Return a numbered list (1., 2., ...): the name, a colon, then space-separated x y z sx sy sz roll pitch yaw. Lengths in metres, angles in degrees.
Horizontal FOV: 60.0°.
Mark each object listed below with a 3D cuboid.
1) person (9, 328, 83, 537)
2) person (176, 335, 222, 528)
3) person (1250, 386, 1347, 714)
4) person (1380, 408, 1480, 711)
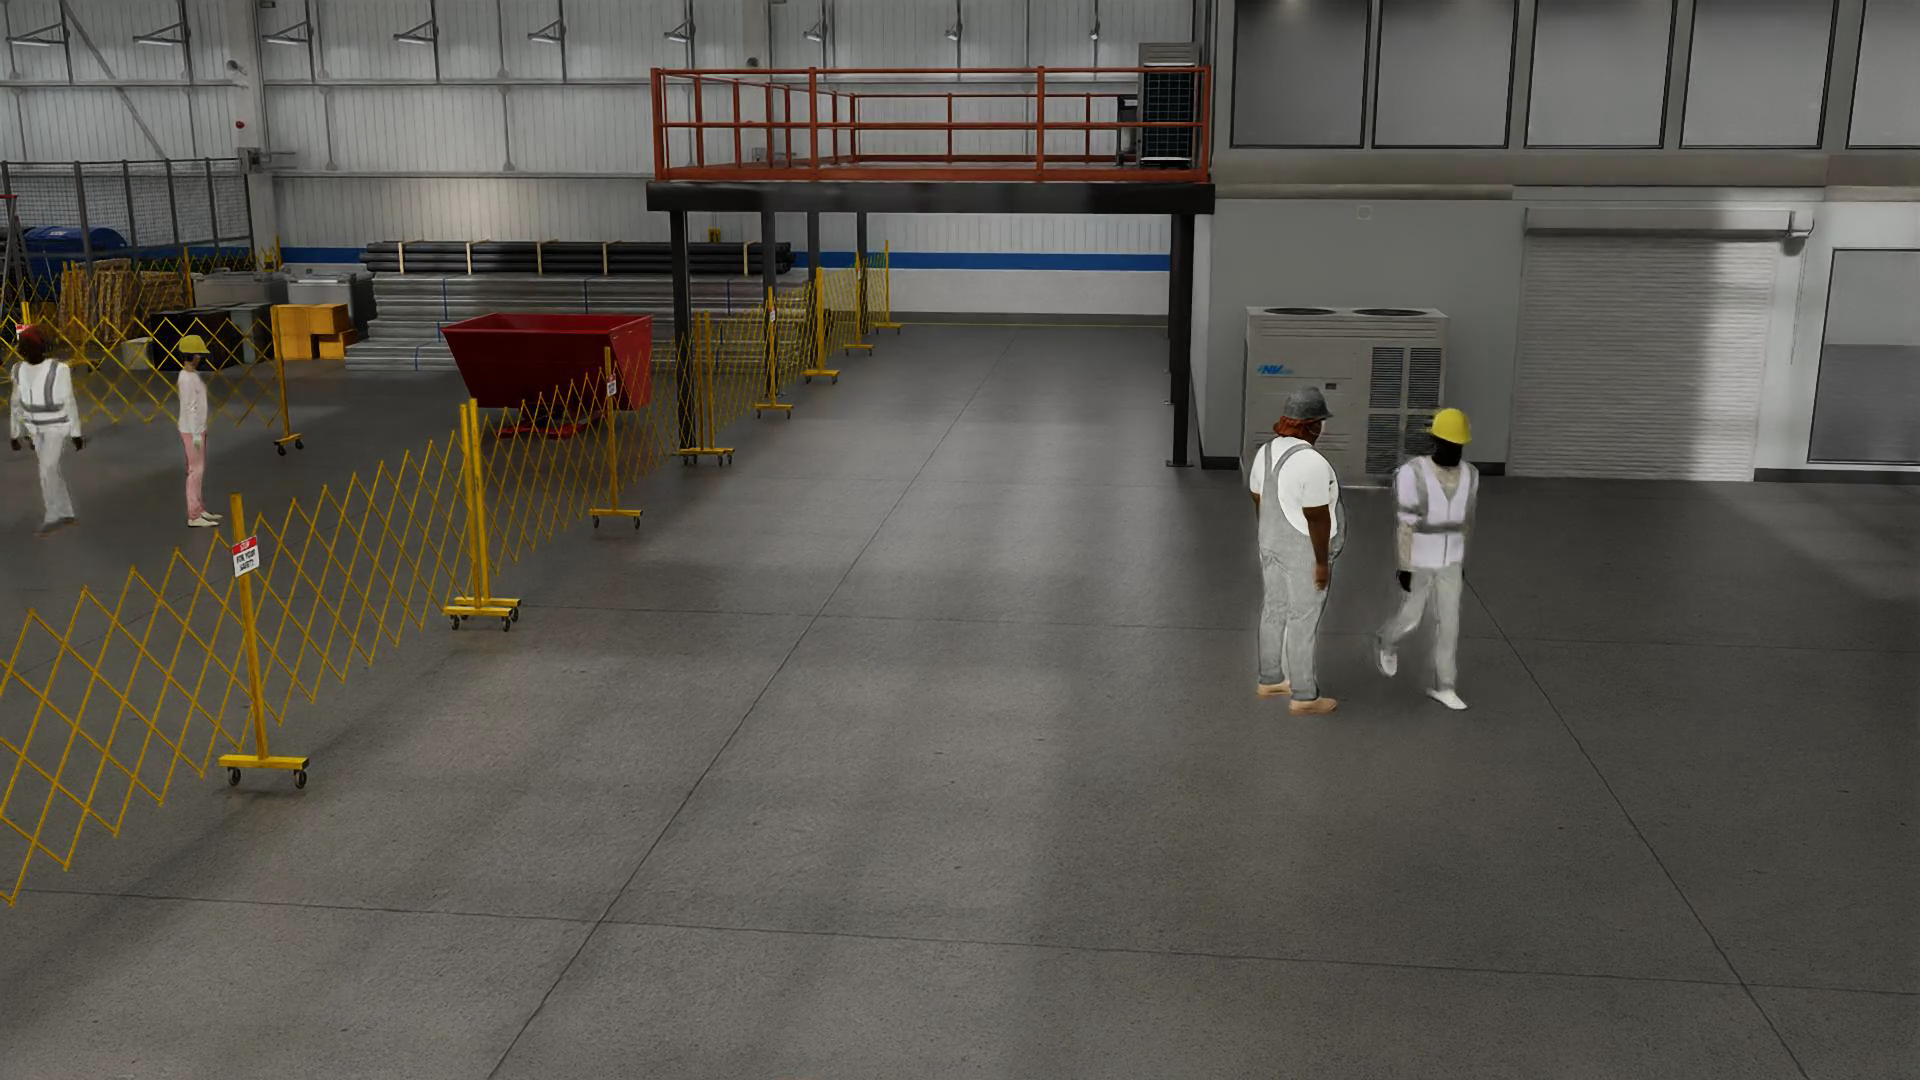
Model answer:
1. person: -8.198 -0.947 14.783 0.617 1.856 0.731 4 14 15
2. person: -6.963 -0.997 15.213 0.346 1.759 0.521 -5 15 -20
3. person: 2.130 0.049 10.341 0.537 2.000 0.678 -6 15 -23
4. person: 2.962 0.079 10.512 0.586 1.901 0.722 -4 14 -14
